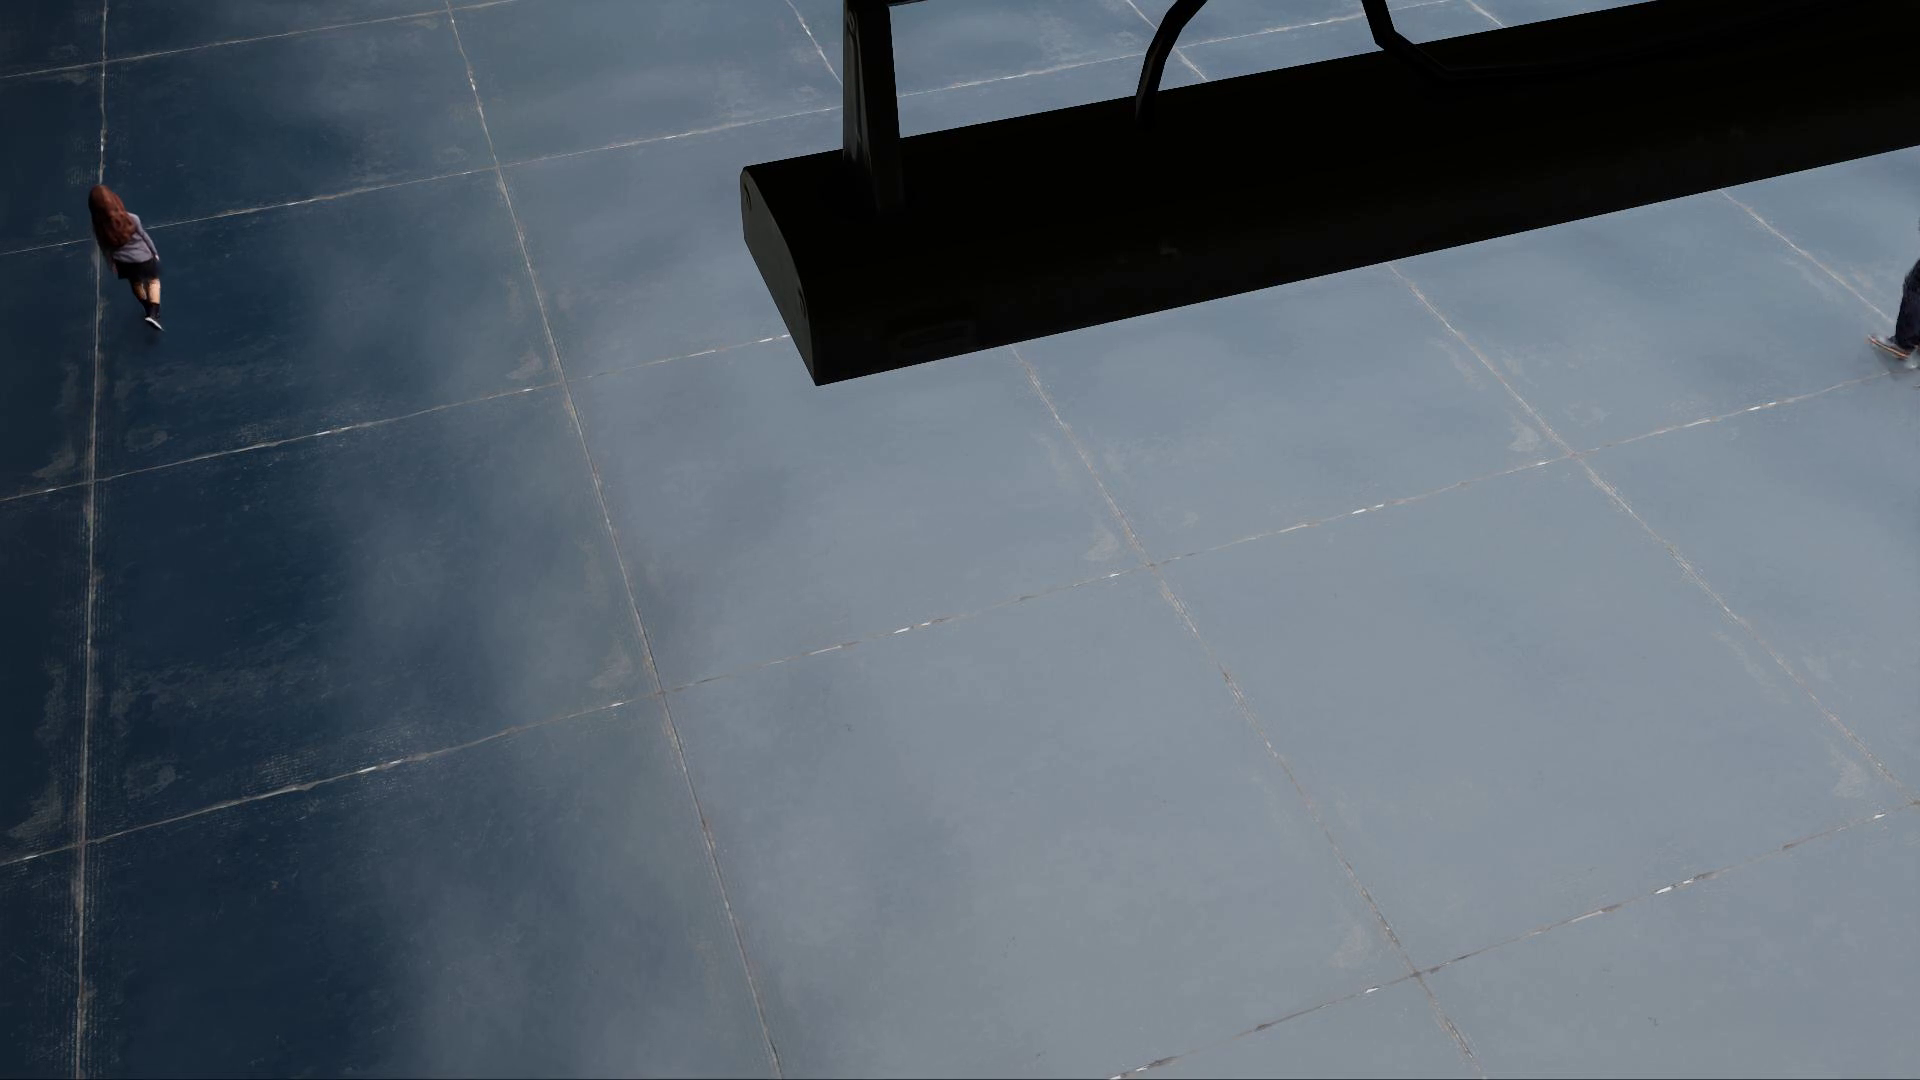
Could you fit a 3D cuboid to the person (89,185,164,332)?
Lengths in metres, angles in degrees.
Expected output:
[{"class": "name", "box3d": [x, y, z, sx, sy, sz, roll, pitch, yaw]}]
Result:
[{"class": "person", "box3d": [-5.691, -1.935, 11.422, 0.546, 1.095, 0.727, -9, 44, -9]}]
